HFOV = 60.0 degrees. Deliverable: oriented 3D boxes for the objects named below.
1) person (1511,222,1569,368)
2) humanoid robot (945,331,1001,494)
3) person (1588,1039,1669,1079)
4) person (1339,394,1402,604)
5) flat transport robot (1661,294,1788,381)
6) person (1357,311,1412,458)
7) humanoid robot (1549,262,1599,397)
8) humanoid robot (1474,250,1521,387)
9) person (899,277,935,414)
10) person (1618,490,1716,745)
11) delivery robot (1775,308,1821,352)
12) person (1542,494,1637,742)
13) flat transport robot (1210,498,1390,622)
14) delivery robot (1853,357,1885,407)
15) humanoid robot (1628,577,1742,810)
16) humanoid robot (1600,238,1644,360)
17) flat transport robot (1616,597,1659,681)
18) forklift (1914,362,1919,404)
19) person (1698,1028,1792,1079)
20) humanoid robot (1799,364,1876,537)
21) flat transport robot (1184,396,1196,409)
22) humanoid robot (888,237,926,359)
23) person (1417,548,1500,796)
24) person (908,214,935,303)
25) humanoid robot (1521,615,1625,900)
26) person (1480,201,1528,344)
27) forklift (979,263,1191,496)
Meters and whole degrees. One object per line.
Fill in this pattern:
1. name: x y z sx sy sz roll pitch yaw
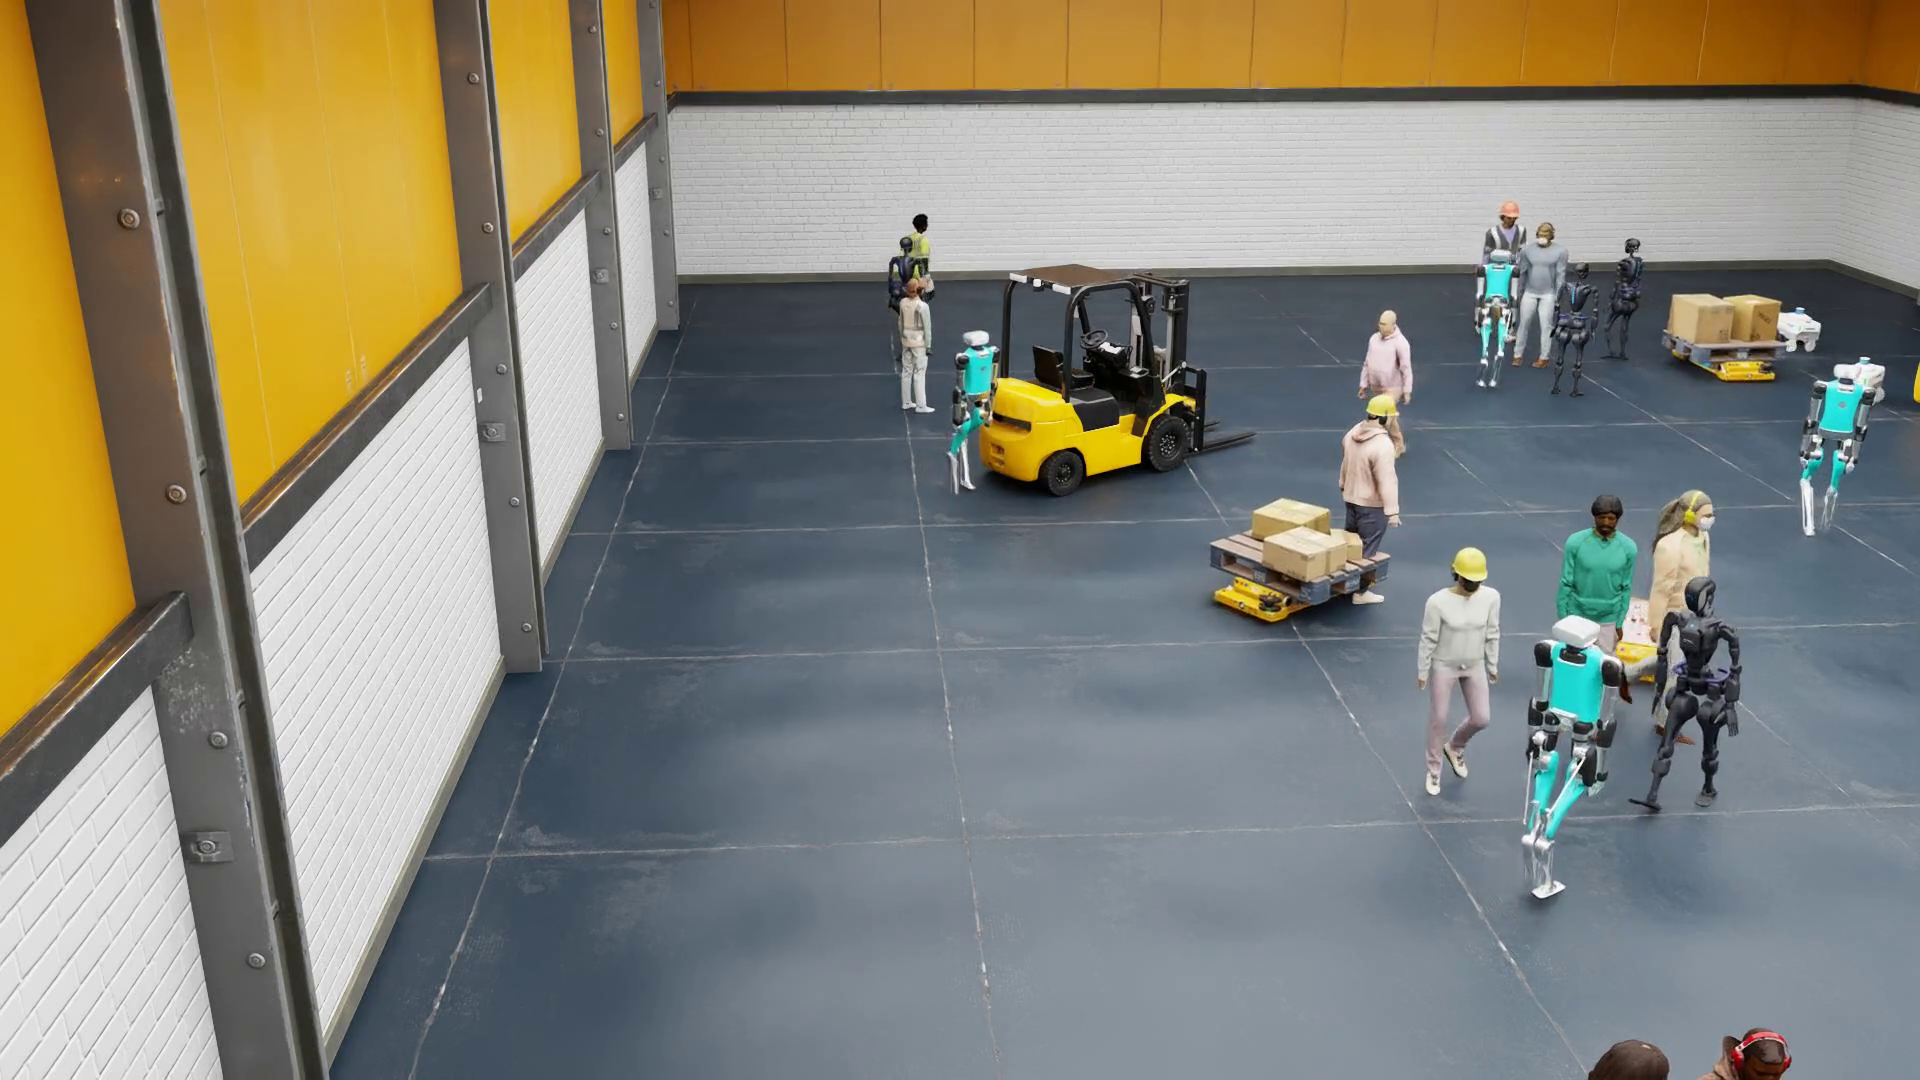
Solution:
1. person: 7.686 -3.256 22.096 0.635 1.932 0.411 9 22 24
2. humanoid robot: 0.036 -1.265 17.098 0.544 1.875 0.764 -14 24 -34
3. person: 2.408 2.644 6.243 0.378 1.772 0.470 -3 20 -8
4. person: 3.486 -0.347 14.279 0.434 1.854 0.817 -7 21 -20
5. flat transport robot: 10.136 -2.386 22.127 0.659 0.231 1.431 -2 20 -5
6. person: 4.611 -1.640 17.989 0.979 1.734 0.554 -13 24 -31
7. humanoid robot: 7.655 -2.643 20.763 0.599 1.657 0.315 18 26 39
8. humanoid robot: 6.715 -2.714 20.909 0.548 1.761 0.902 6 21 16
9. person: -0.535 -2.343 20.018 0.309 1.638 0.522 -18 27 -40
10. person: 5.101 0.508 11.953 0.565 1.859 0.706 -16 26 -38
11. delivery robot: 11.670 -2.944 23.260 0.525 0.612 0.784 -1 20 -2
12. person: 4.497 0.544 11.854 0.491 1.849 0.398 4 21 12
13. flat transport robot: 2.957 0.378 14.596 1.431 0.231 0.659 -15 25 -36
14. delivery robot: 11.117 -1.951 20.516 0.525 0.587 0.755 18 27 41
15. humanoid robot: 4.784 1.025 10.840 0.754 1.619 0.619 -15 25 -35
16. humanoid robot: 8.958 -3.252 22.432 0.591 1.651 0.338 -13 24 -31
17. flat transport robot: 5.499 0.777 13.510 0.659 0.231 1.431 8 22 20
18. forklift: 12.602 -2.435 19.475 2.313 2.155 1.214 -1 20 -4
19. person: 3.032 2.591 6.582 0.452 1.641 0.326 3 20 7
20. humanoid robot: 8.268 -0.804 15.855 0.544 1.896 0.760 8 22 21
21. flat transport robot: 2.166 -1.752 20.402 1.431 0.231 0.659 10 22 24
22. humanoid robot: -0.734 -3.311 22.664 0.601 1.628 0.764 10 22 24
23. person: 3.326 0.865 11.112 0.563 1.757 0.362 -3 20 -7
24. person: -0.591 -3.893 24.164 0.386 1.681 0.539 -11 23 -28
25. humanoid robot: 3.456 1.403 9.796 0.738 1.872 0.558 -17 26 -39
26. person: 7.697 -3.812 23.554 0.608 1.977 1.104 -6 21 -16
27. forklift: 1.315 -1.764 17.646 2.313 2.155 1.214 -14 24 -33
